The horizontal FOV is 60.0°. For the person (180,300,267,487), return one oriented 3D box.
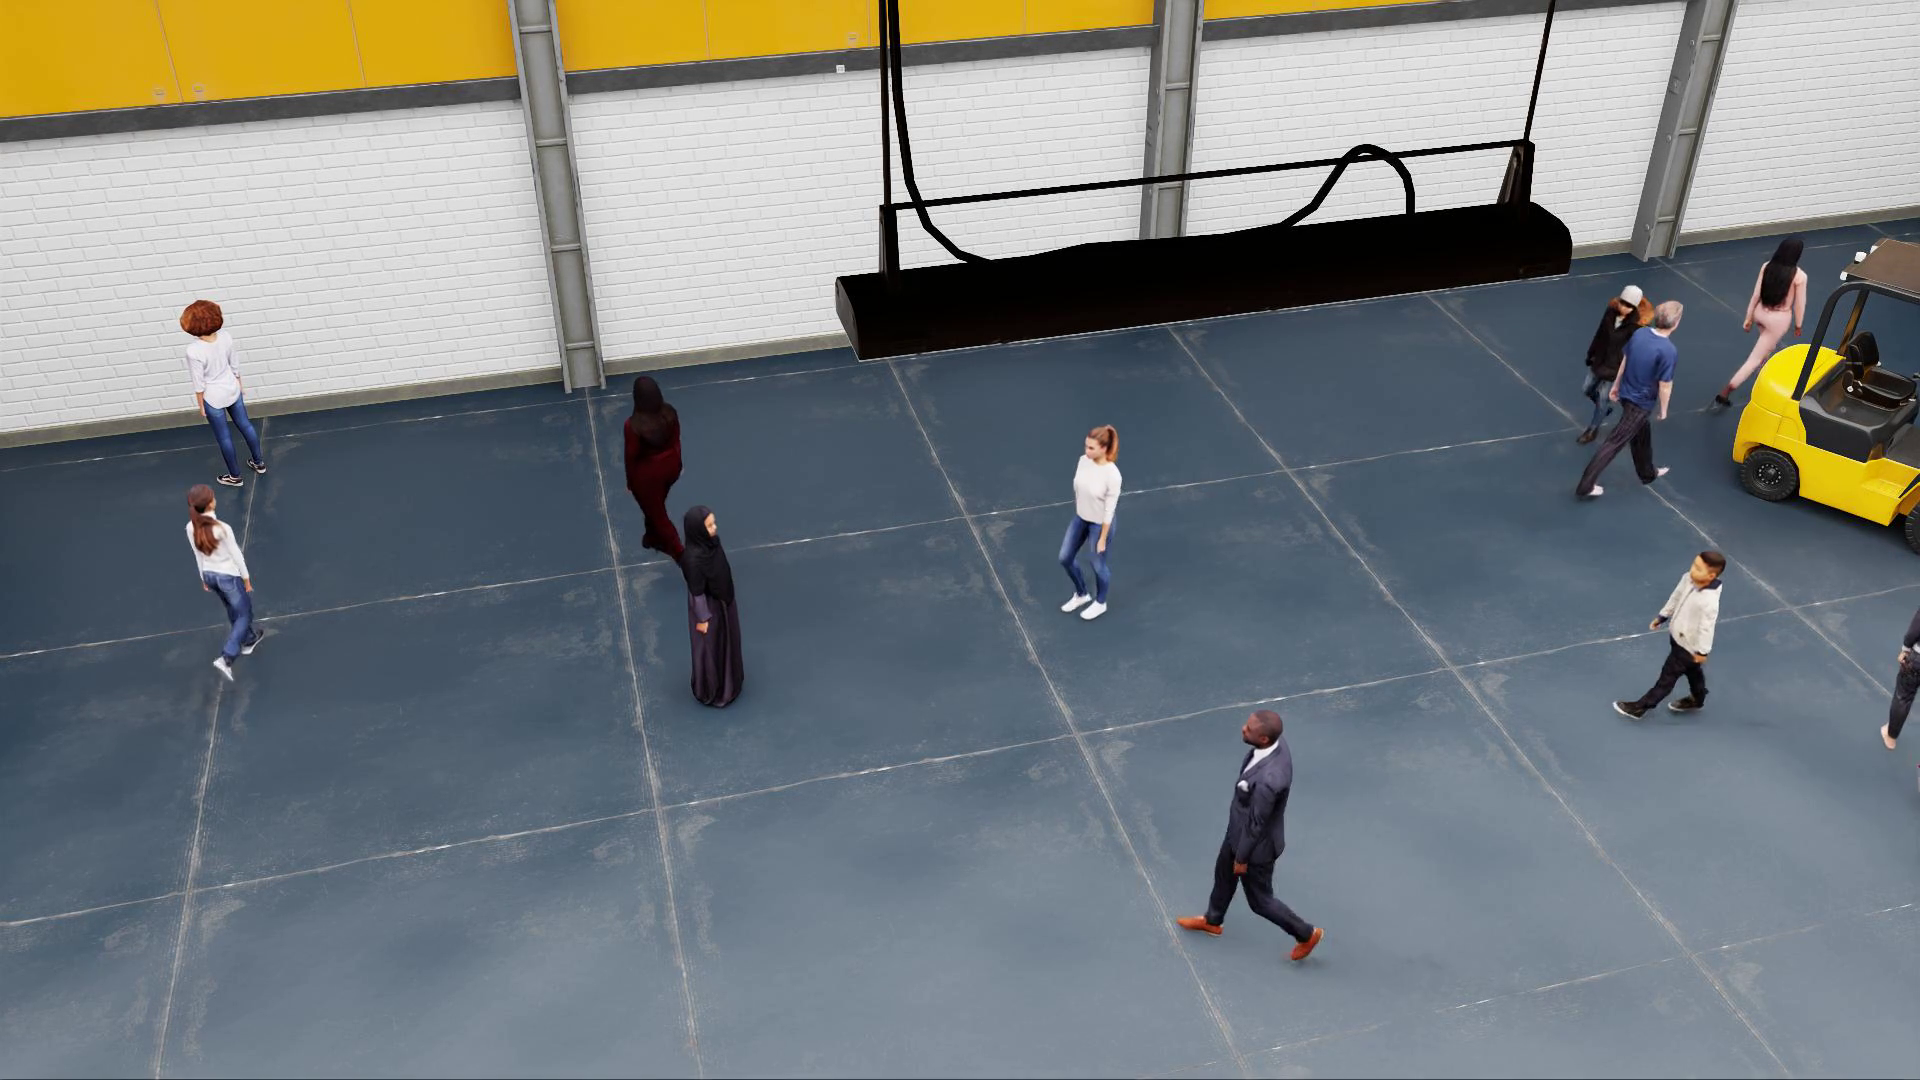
[{"bbox_3d":[-6.428,-1.291,14.476,0.812,1.713,0.748,19,38,26],"label":"person"}]

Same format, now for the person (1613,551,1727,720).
[{"bbox_3d":[5.225,0.687,11.767,1.011,1.419,0.757,1,34,1],"label":"person"}]

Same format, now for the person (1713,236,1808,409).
[{"bbox_3d":[7.518,-1.981,15.546,1.232,1.679,0.803,-16,37,-23],"label":"person"}]

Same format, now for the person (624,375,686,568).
[{"bbox_3d":[-2.366,-0.477,13.239,1.088,1.728,1.102,24,40,31],"label":"person"}]

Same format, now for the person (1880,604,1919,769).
[{"bbox_3d":[6.648,0.815,11.267,0.934,1.759,0.932,9,35,13],"label":"person"}]

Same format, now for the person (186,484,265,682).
[{"bbox_3d":[-5.438,0.322,12.207,0.980,1.540,0.832,4,34,6],"label":"person"}]

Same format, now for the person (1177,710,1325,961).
[{"bbox_3d":[1.816,1.768,9.798,1.228,1.798,0.999,6,34,8],"label":"person"}]

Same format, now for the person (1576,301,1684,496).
[{"bbox_3d":[5.671,-1.127,14.149,1.131,1.804,0.673,-9,35,-14],"label":"person"}]

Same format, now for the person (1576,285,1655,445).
[{"bbox_3d":[5.941,-1.612,15.047,0.822,1.616,0.805,-16,37,-23],"label":"person"}]

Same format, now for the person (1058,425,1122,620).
[{"bbox_3d":[1.096,-0.146,12.756,0.740,1.711,0.717,-22,39,-29],"label":"person"}]

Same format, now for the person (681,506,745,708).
[{"bbox_3d":[-1.797,0.444,11.954,0.749,1.615,0.715,10,35,15],"label":"person"}]
